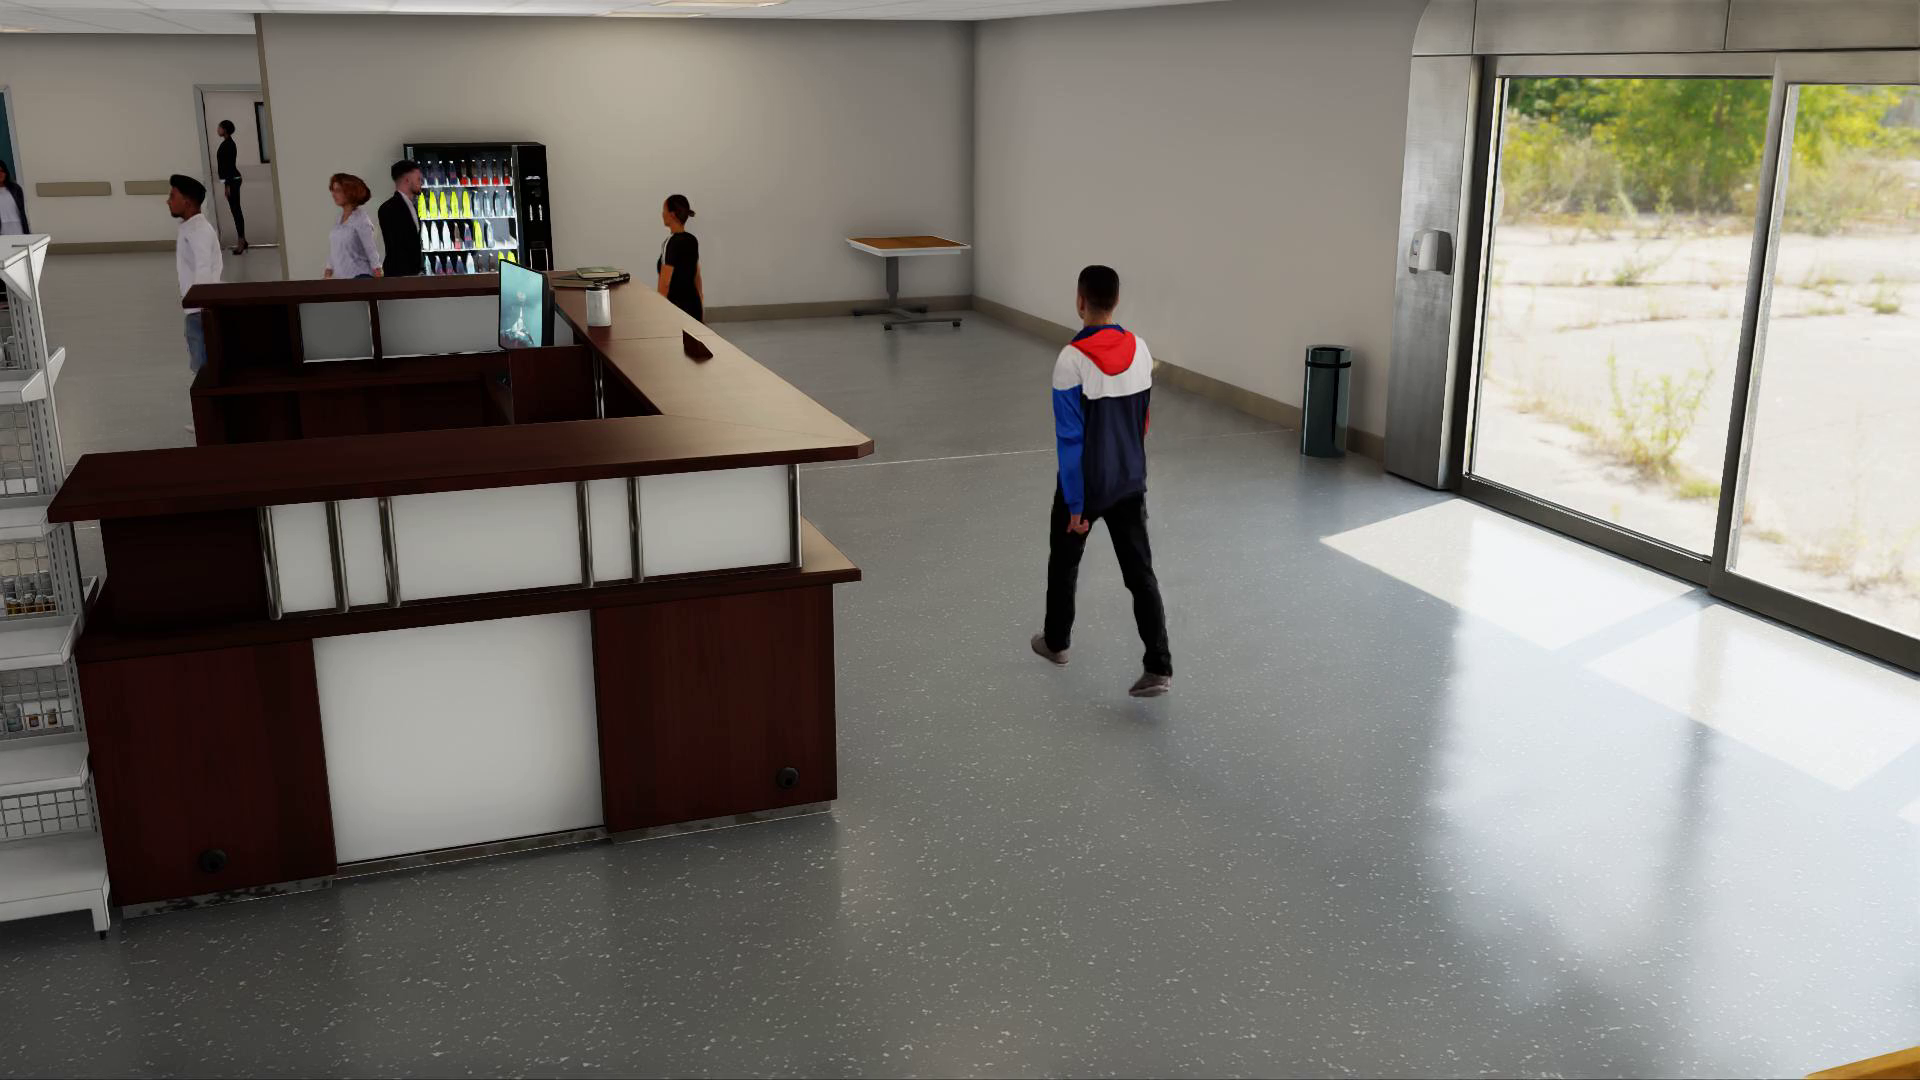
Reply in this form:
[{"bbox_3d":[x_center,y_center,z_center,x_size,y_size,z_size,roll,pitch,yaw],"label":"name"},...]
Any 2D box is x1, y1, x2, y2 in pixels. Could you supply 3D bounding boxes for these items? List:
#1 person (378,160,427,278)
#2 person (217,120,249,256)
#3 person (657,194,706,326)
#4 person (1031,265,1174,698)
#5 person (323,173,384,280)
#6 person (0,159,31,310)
[{"bbox_3d":[-4.416,-2.020,12.970,0.839,1.816,0.823,3,16,11],"label":"person"},{"bbox_3d":[-10.192,-4.943,23.302,0.525,1.834,0.599,-5,16,-16],"label":"person"},{"bbox_3d":[-1.879,-1.565,11.707,1.150,1.625,1.005,5,16,16],"label":"person"},{"bbox_3d":[0.623,-0.190,6.653,1.117,1.721,0.743,-7,17,-23],"label":"person"},{"bbox_3d":[-4.802,-2.126,13.622,1.220,1.666,0.924,-12,20,-37],"label":"person"},{"bbox_3d":[-10.244,-3.283,17.854,0.851,1.597,0.758,13,20,39],"label":"person"}]
